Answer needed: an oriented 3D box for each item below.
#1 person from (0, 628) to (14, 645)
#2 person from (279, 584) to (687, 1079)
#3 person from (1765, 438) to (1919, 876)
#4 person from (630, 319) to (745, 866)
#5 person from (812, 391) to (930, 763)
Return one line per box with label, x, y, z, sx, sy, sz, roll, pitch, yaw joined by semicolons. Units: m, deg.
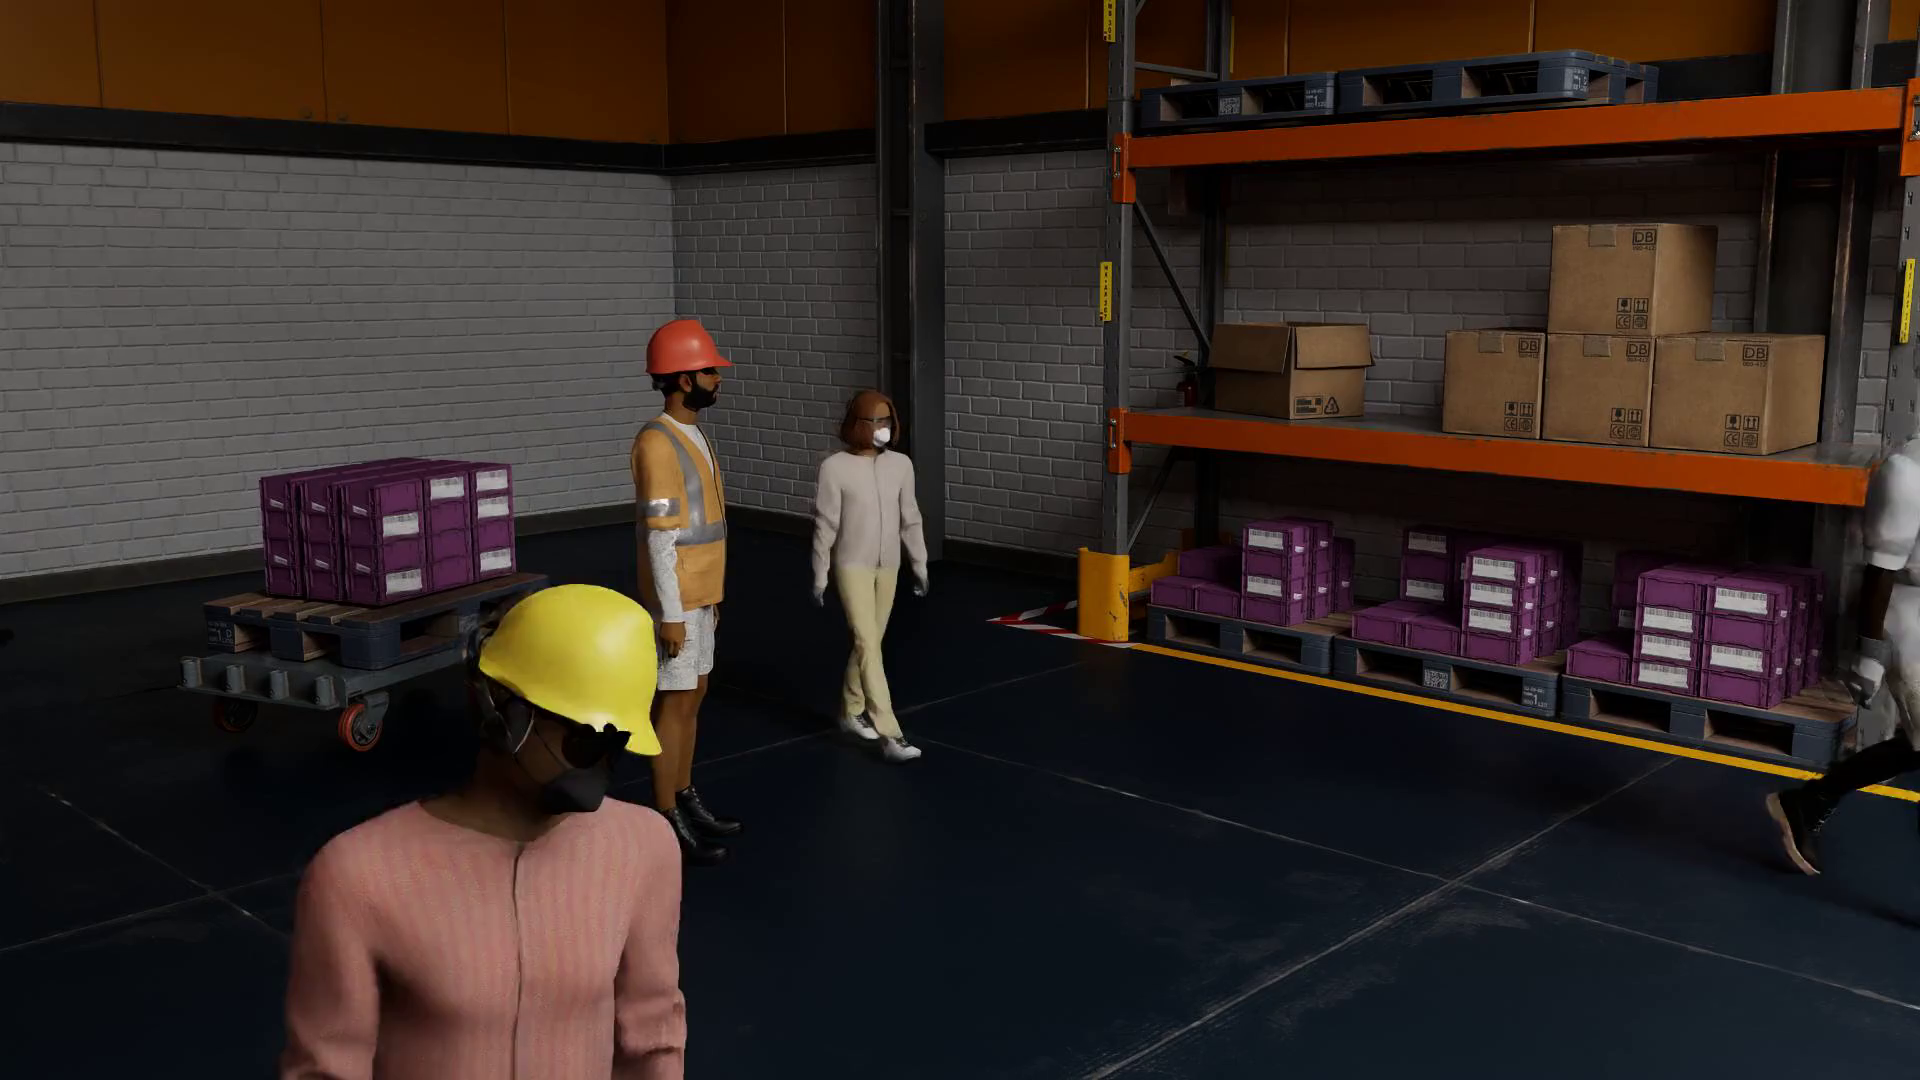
person;-5.870;-0.281;9.068;1.010;1.879;0.544;-6;11;-34
person;-0.652;0.903;2.248;0.587;1.719;0.482;-7;11;-36
person;3.054;0.285;5.366;0.617;1.941;0.867;-6;11;-33
person;-0.977;0.184;5.979;0.340;1.942;0.551;1;9;5
person;-0.352;0.150;7.258;0.521;1.591;0.782;-8;12;-39
